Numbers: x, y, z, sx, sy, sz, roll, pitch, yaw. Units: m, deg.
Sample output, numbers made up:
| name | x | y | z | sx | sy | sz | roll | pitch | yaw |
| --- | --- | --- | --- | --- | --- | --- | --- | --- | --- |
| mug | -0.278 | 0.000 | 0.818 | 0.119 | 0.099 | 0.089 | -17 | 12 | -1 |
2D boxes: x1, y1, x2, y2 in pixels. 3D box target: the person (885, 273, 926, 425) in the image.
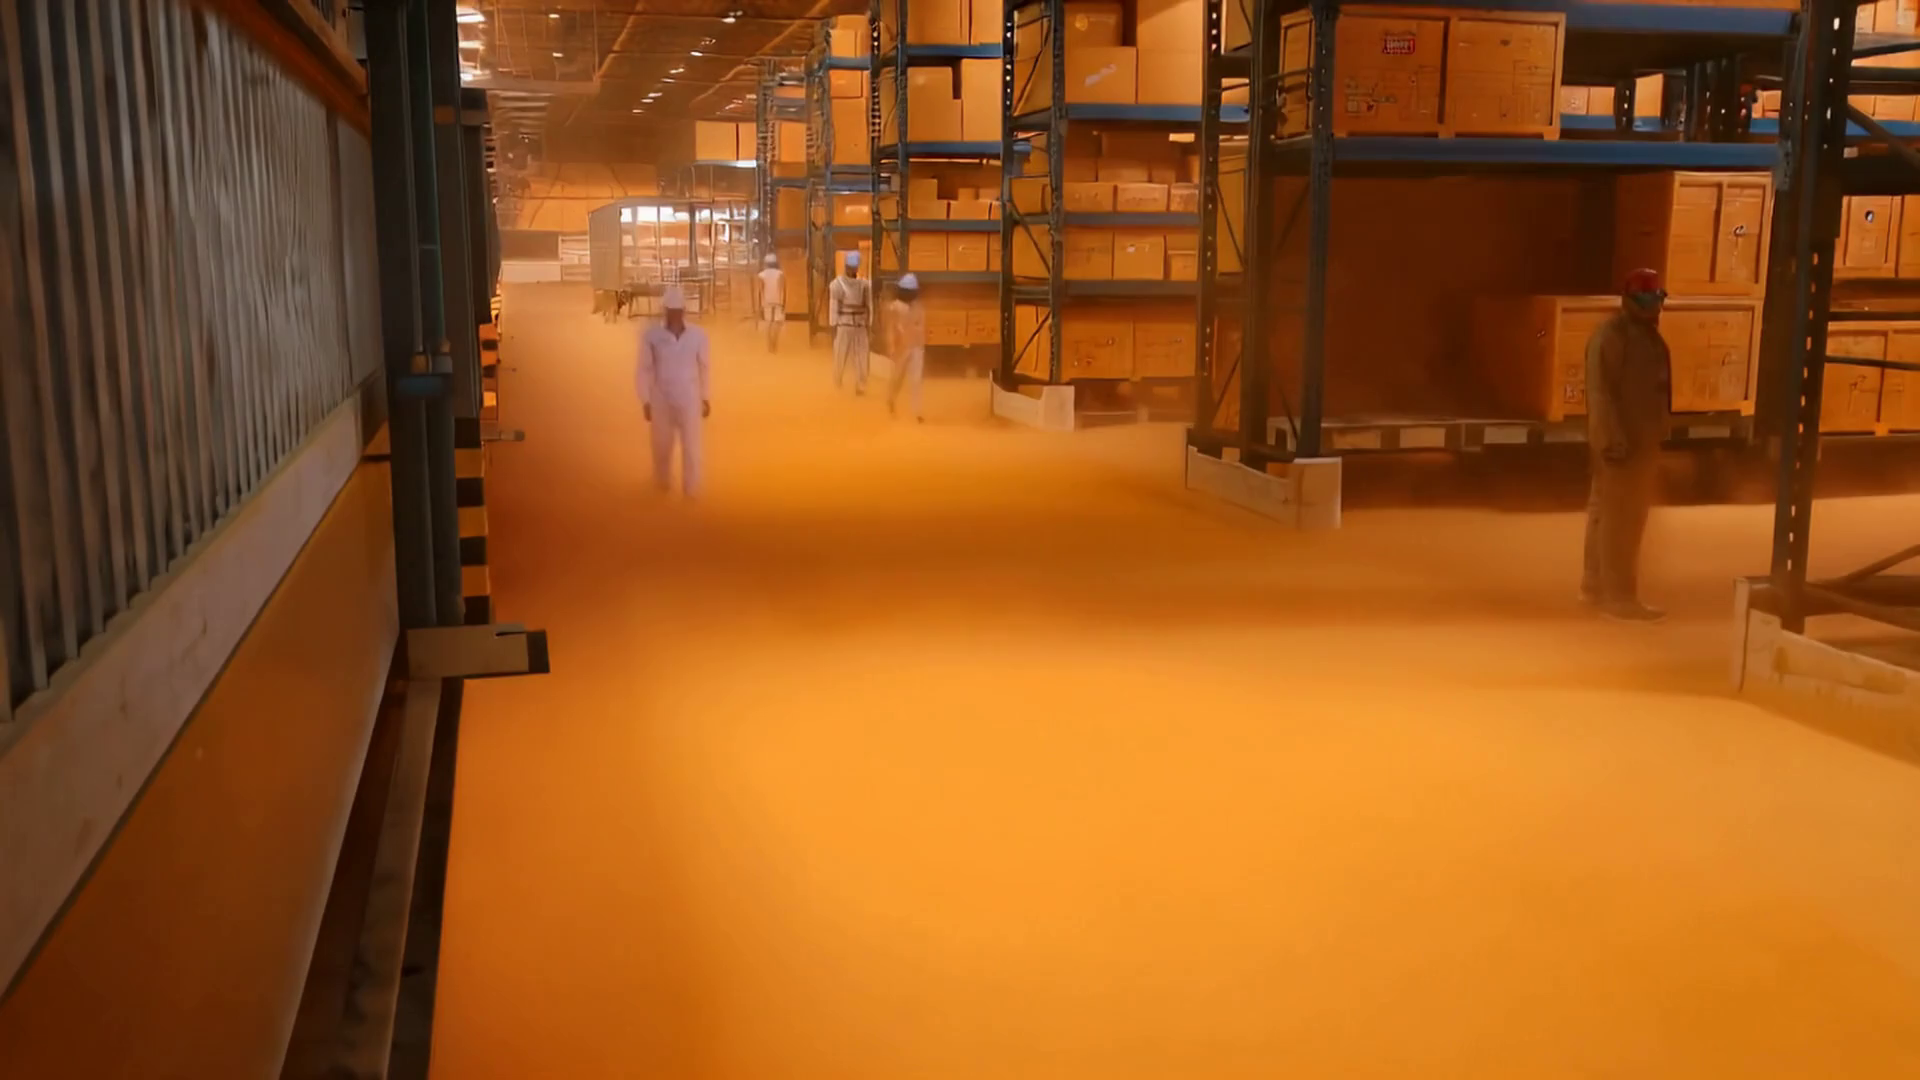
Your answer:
| name | x | y | z | sx | sy | sz | roll | pitch | yaw |
| --- | --- | --- | --- | --- | --- | --- | --- | --- | --- |
| person | -0.625 | -2.201 | 19.104 | 0.487 | 1.717 | 0.775 | -4 | 11 | -23 |

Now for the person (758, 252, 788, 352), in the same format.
| name | x | y | z | sx | sy | sz | roll | pitch | yaw |
| --- | --- | --- | --- | --- | --- | --- | --- | --- | --- |
| person | -3.578 | -4.515 | 31.685 | 0.552 | 1.919 | 0.806 | 0 | 10 | 2 |

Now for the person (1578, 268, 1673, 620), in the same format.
| name | x | y | z | sx | sy | sz | roll | pitch | yaw |
| --- | --- | --- | --- | --- | --- | --- | --- | --- | --- |
| person | 3.675 | -0.524 | 9.104 | 0.402 | 1.904 | 0.652 | -2 | 10 | -9 |

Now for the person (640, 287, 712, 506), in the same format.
| name | x | y | z | sx | sy | sz | roll | pitch | yaw |
| --- | --- | --- | --- | --- | --- | --- | --- | --- | --- |
| person | -2.256 | -1.151 | 13.225 | 0.585 | 1.707 | 0.910 | -3 | 11 | -18 |

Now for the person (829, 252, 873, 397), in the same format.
| name | x | y | z | sx | sy | sz | roll | pitch | yaw |
| --- | --- | --- | --- | --- | --- | --- | --- | --- | --- |
| person | -1.468 | -2.915 | 22.520 | 0.618 | 1.945 | 0.395 | -4 | 11 | -24 |

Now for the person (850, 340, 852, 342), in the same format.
| name | x | y | z | sx | sy | sz | roll | pitch | yaw |
| --- | --- | --- | --- | --- | --- | --- | --- | --- | --- |
| person | -2.349 | -5.100 | 35.193 | 0.429 | 1.841 | 0.634 | 2 | 10 | 12 |
